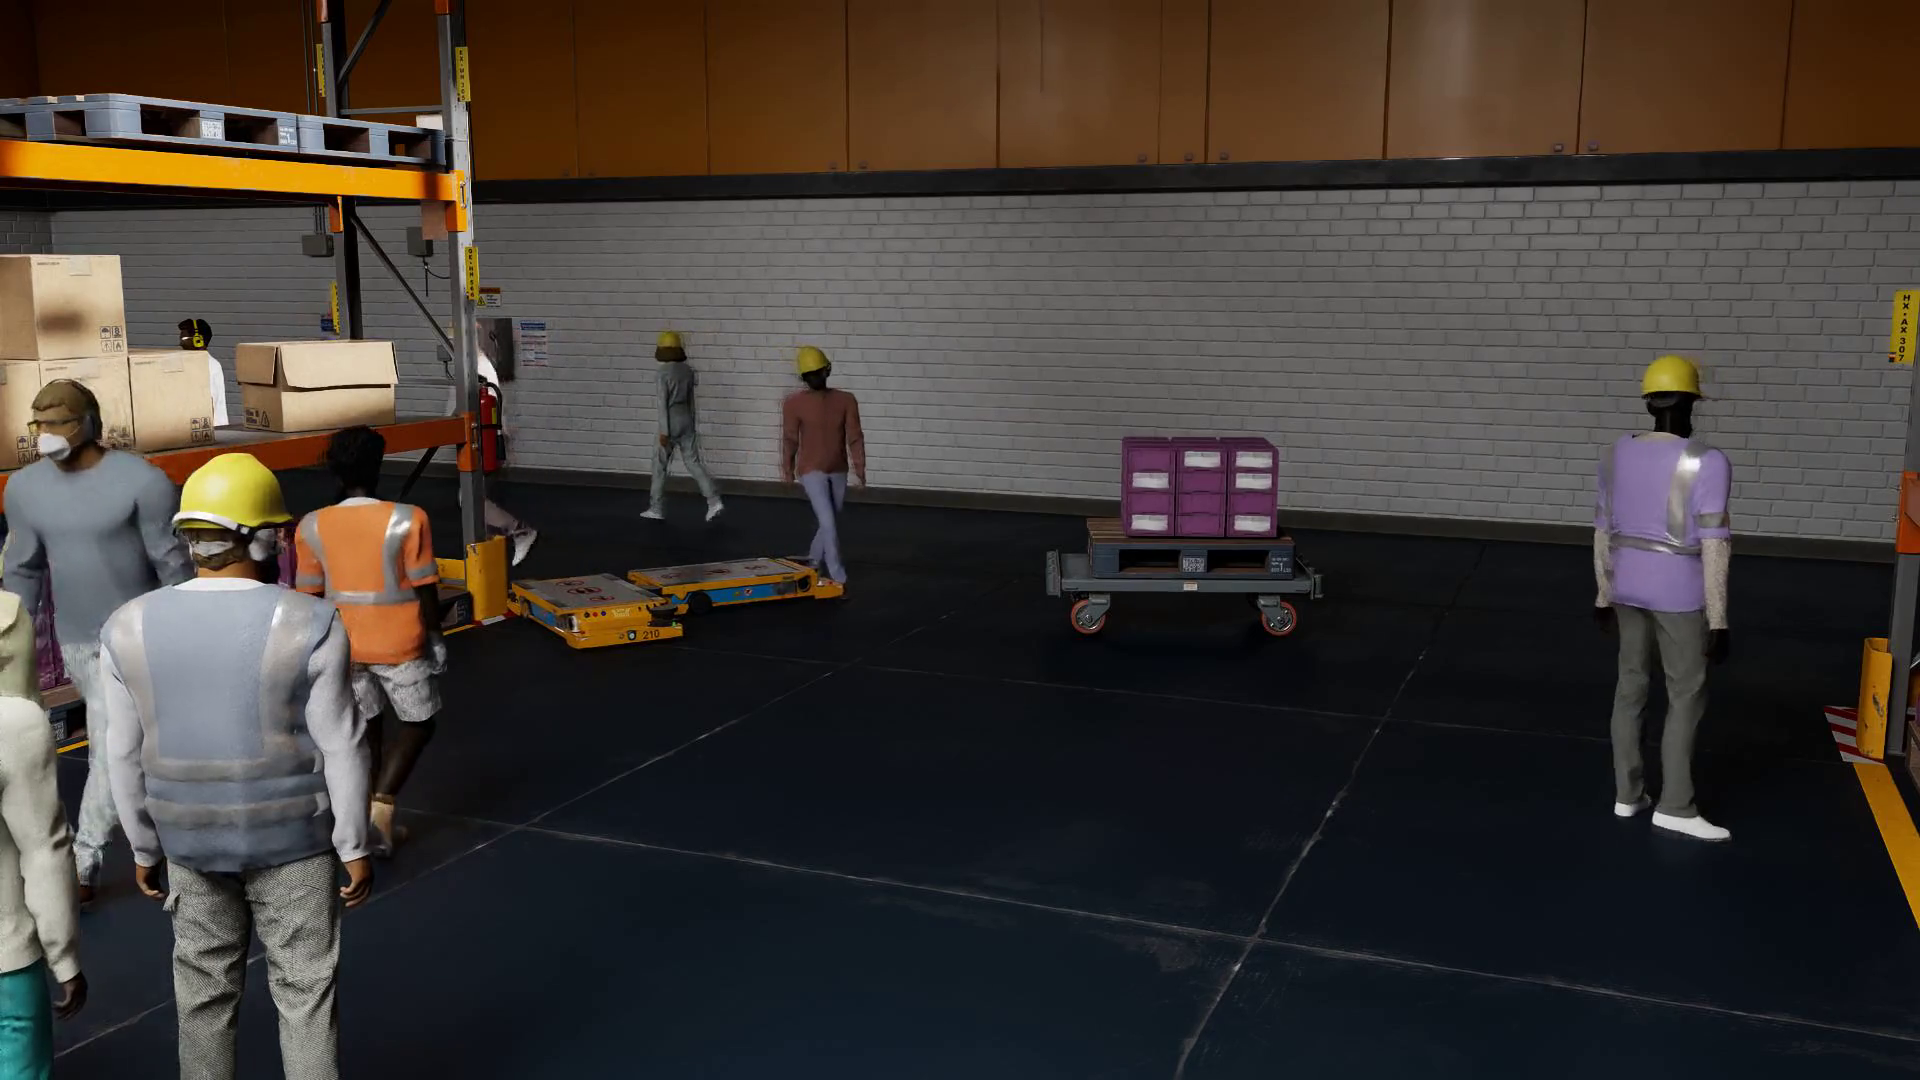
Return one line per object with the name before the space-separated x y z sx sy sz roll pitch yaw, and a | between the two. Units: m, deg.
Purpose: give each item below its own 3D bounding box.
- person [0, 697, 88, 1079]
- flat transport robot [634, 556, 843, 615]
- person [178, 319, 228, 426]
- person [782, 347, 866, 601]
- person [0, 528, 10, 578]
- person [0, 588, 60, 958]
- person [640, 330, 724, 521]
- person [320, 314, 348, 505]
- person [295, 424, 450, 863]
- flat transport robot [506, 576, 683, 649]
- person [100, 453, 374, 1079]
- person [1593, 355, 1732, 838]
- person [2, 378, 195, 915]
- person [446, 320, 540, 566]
person | -2.022 0.852 3.307 0.523 1.769 0.317 -3 10 -16
flat transport robot | -1.570 0.298 11.184 1.431 0.197 0.652 -6 11 -31
person | -5.905 -0.800 13.047 0.317 1.860 0.509 -4 10 -22
person | -0.942 -0.462 11.417 0.516 1.726 0.639 -5 11 -30
person | -5.962 -0.315 10.888 0.832 1.587 0.521 -7 11 -35
person | -2.525 0.702 4.065 0.616 1.812 0.475 -2 10 -11
person | -2.480 -1.010 14.777 0.858 1.710 0.495 6 11 33
person | -5.800 -1.304 15.924 0.584 1.910 0.770 3 10 15
person | -2.216 0.411 6.220 0.543 1.679 0.468 1 9 5
flat transport robot | -2.316 0.423 10.429 0.652 0.197 1.431 -6 11 -31
person | -1.705 0.704 4.013 0.599 1.827 0.404 0 9 0
person | 2.853 0.227 6.699 0.421 1.906 0.705 -6 11 -31
person | -3.106 0.352 6.034 0.643 1.875 1.045 2 10 10
person | -3.477 -0.675 12.221 0.565 1.892 0.637 -2 10 -14
